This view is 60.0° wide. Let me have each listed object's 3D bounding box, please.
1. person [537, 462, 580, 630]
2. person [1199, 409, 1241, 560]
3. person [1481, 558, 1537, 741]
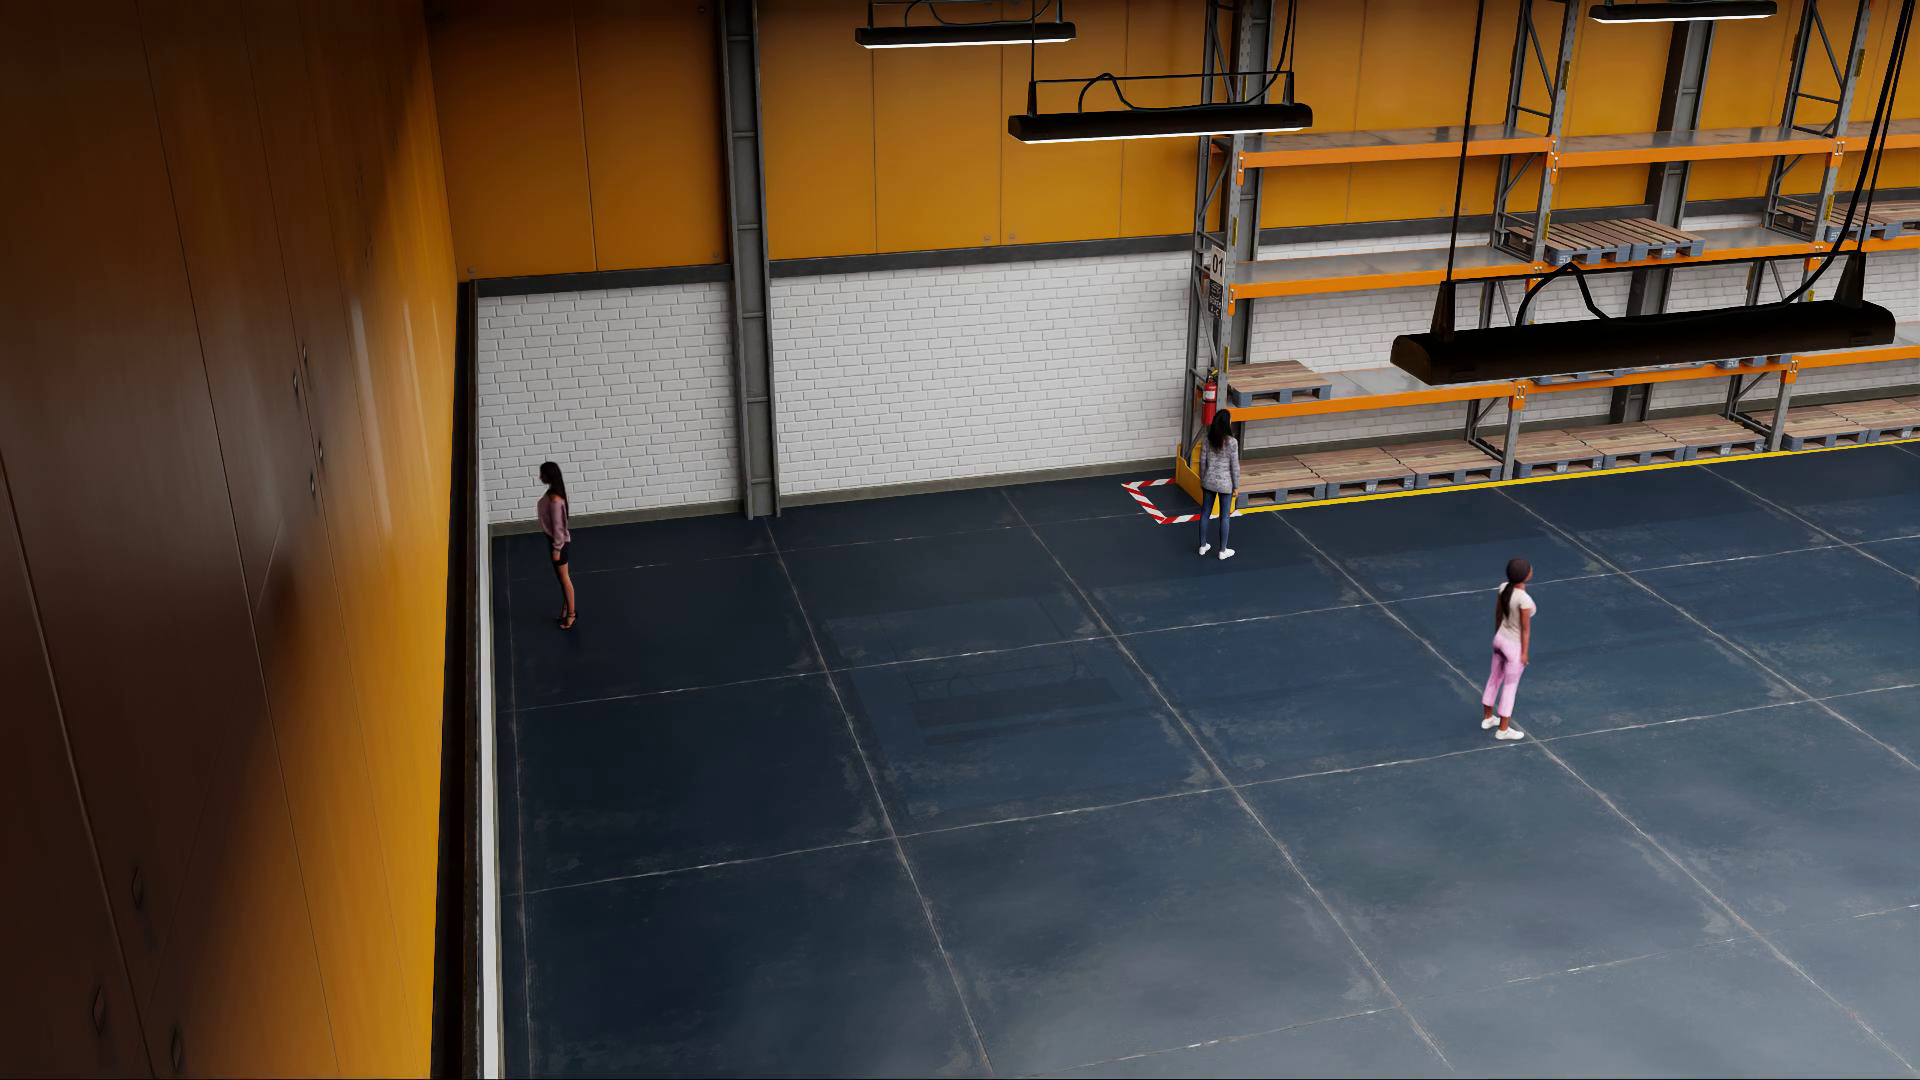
[{"bbox_3d":[-4.097,0.045,16.994,0.536,1.810,0.624,-8,25,-17],"label":"person"},{"bbox_3d":[2.894,-0.644,18.668,0.691,1.731,0.733,15,28,31],"label":"person"},{"bbox_3d":[4.948,0.961,14.986,0.506,1.740,0.577,-7,25,-16],"label":"person"}]
